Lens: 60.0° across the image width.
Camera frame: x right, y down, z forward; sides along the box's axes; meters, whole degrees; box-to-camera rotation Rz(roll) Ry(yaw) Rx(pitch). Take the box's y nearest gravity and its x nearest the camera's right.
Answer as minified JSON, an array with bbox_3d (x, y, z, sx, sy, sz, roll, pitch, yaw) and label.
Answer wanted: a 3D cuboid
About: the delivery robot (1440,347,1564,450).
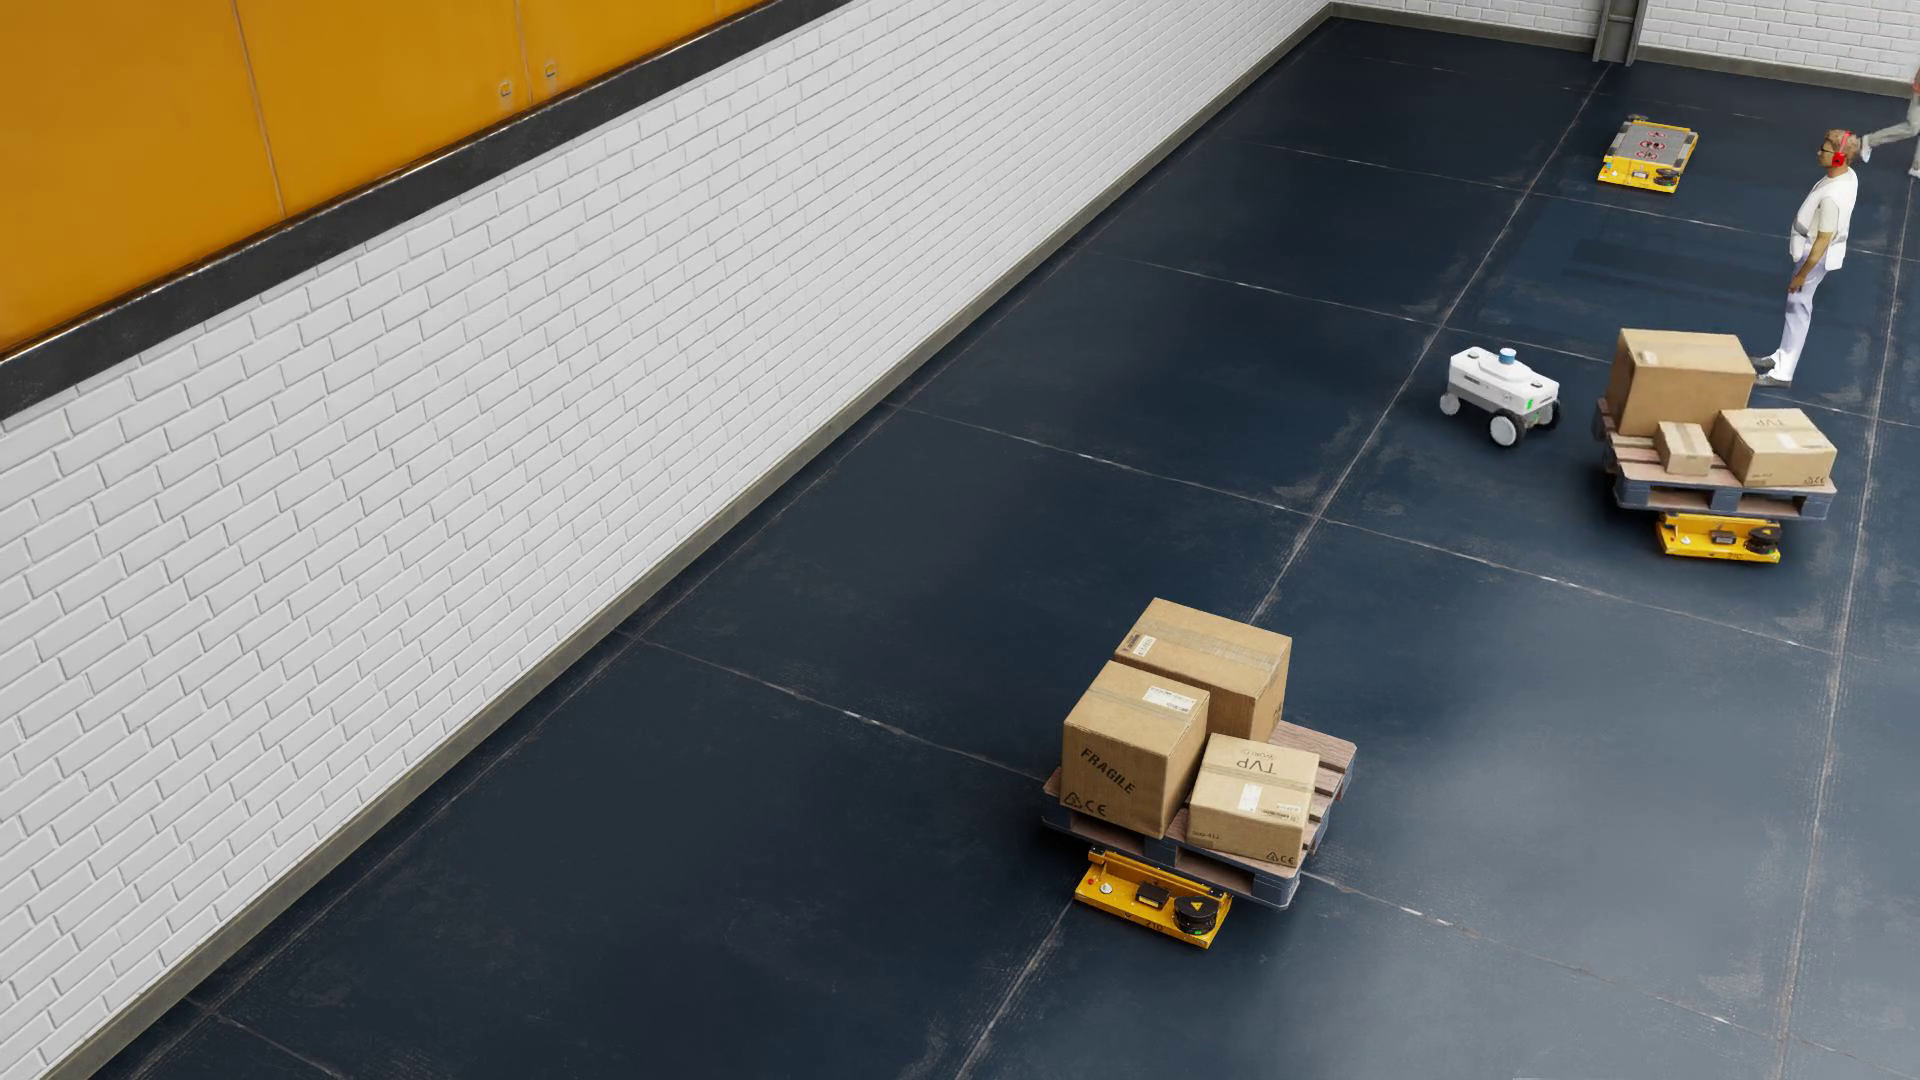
[{"bbox_3d":[3.649,-1.004,11.209,0.499,0.587,0.789,-23,40,-30],"label":"delivery robot"}]

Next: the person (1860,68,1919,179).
[{"bbox_3d":[8.532,-4.007,14.721,0.505,1.617,0.622,-22,40,-29],"label":"person"}]

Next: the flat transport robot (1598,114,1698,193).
[{"bbox_3d":[6.331,-3.546,15.253,0.659,0.231,1.431,17,37,23],"label":"flat transport robot"}]

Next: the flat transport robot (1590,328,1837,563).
[{"bbox_3d":[4.650,-0.339,10.483,0.659,0.231,1.431,4,34,7],"label":"flat transport robot"}]

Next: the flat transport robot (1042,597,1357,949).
[{"bbox_3d":[1.147,1.328,8.002,0.659,0.231,1.431,17,37,23],"label":"flat transport robot"}]

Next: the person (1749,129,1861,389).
[{"bbox_3d":[5.836,-1.910,11.405,0.390,1.846,0.565,16,37,23],"label":"person"}]
